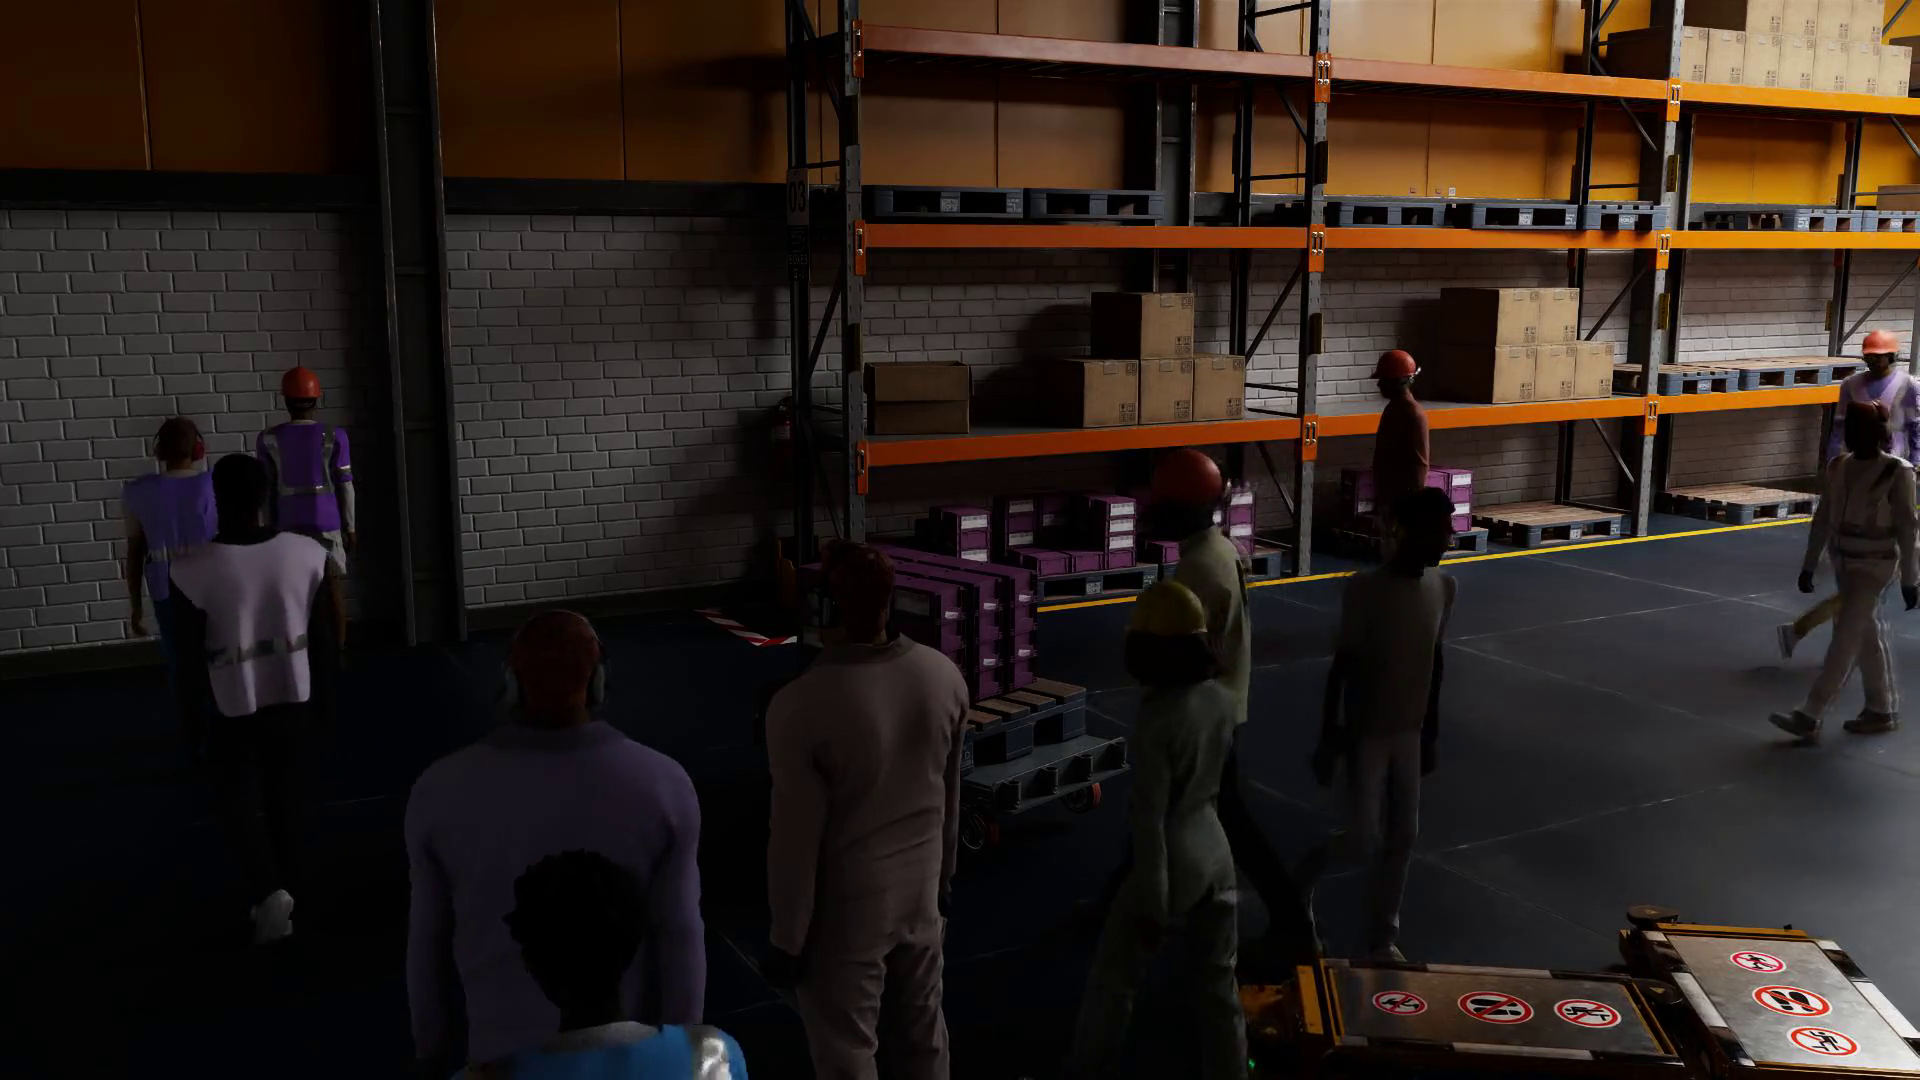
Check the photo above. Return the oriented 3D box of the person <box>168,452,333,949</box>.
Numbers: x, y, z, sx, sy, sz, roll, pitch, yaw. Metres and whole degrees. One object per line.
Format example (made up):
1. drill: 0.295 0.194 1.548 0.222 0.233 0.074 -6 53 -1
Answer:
1. person: -2.633 0.621 6.271 0.597 1.902 0.575 -9 13 -41

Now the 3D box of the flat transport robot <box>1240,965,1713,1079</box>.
1. flat transport robot: 1.636 1.594 5.359 1.431 0.197 0.652 1 10 8

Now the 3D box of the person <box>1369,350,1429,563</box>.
1. person: 2.936 -0.286 11.231 0.398 1.989 0.621 -1 10 -6

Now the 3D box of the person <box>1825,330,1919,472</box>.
1. person: 7.361 -0.687 13.492 0.933 2.004 0.652 -8 13 -40

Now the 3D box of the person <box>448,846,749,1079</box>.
1. person: -0.602 1.336 2.786 0.567 1.664 0.559 -4 11 -23

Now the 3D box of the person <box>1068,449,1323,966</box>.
1. person: 0.910 0.622 6.251 0.996 1.941 0.632 3 10 14

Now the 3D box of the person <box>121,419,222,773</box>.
1. person: -3.981 0.269 8.623 0.586 1.790 0.989 -4 11 -23

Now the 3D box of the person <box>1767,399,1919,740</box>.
1. person: 4.766 0.169 9.018 0.935 1.843 0.612 -2 10 -11

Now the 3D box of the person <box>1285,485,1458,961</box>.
1. person: 1.495 0.689 6.088 0.563 1.839 0.637 -5 11 -27

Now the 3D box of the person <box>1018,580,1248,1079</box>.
1. person: 0.546 0.957 4.879 0.817 1.706 0.498 10 14 44

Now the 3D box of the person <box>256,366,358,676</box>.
1. person: -4.034 -0.103 10.319 0.552 1.942 0.342 -2 10 -14

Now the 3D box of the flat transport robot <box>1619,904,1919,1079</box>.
1. flat transport robot: 2.696 1.572 5.485 0.652 0.197 1.431 1 10 8

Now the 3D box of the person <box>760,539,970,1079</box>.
1. person: -0.273 0.944 4.395 0.643 1.910 0.399 -10 14 -44

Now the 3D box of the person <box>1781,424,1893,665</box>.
1. person: 5.556 0.025 10.515 0.602 1.615 0.520 1 10 7

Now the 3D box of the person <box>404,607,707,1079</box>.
1. person: -0.882 1.088 3.686 0.648 1.862 0.898 -3 10 -14
